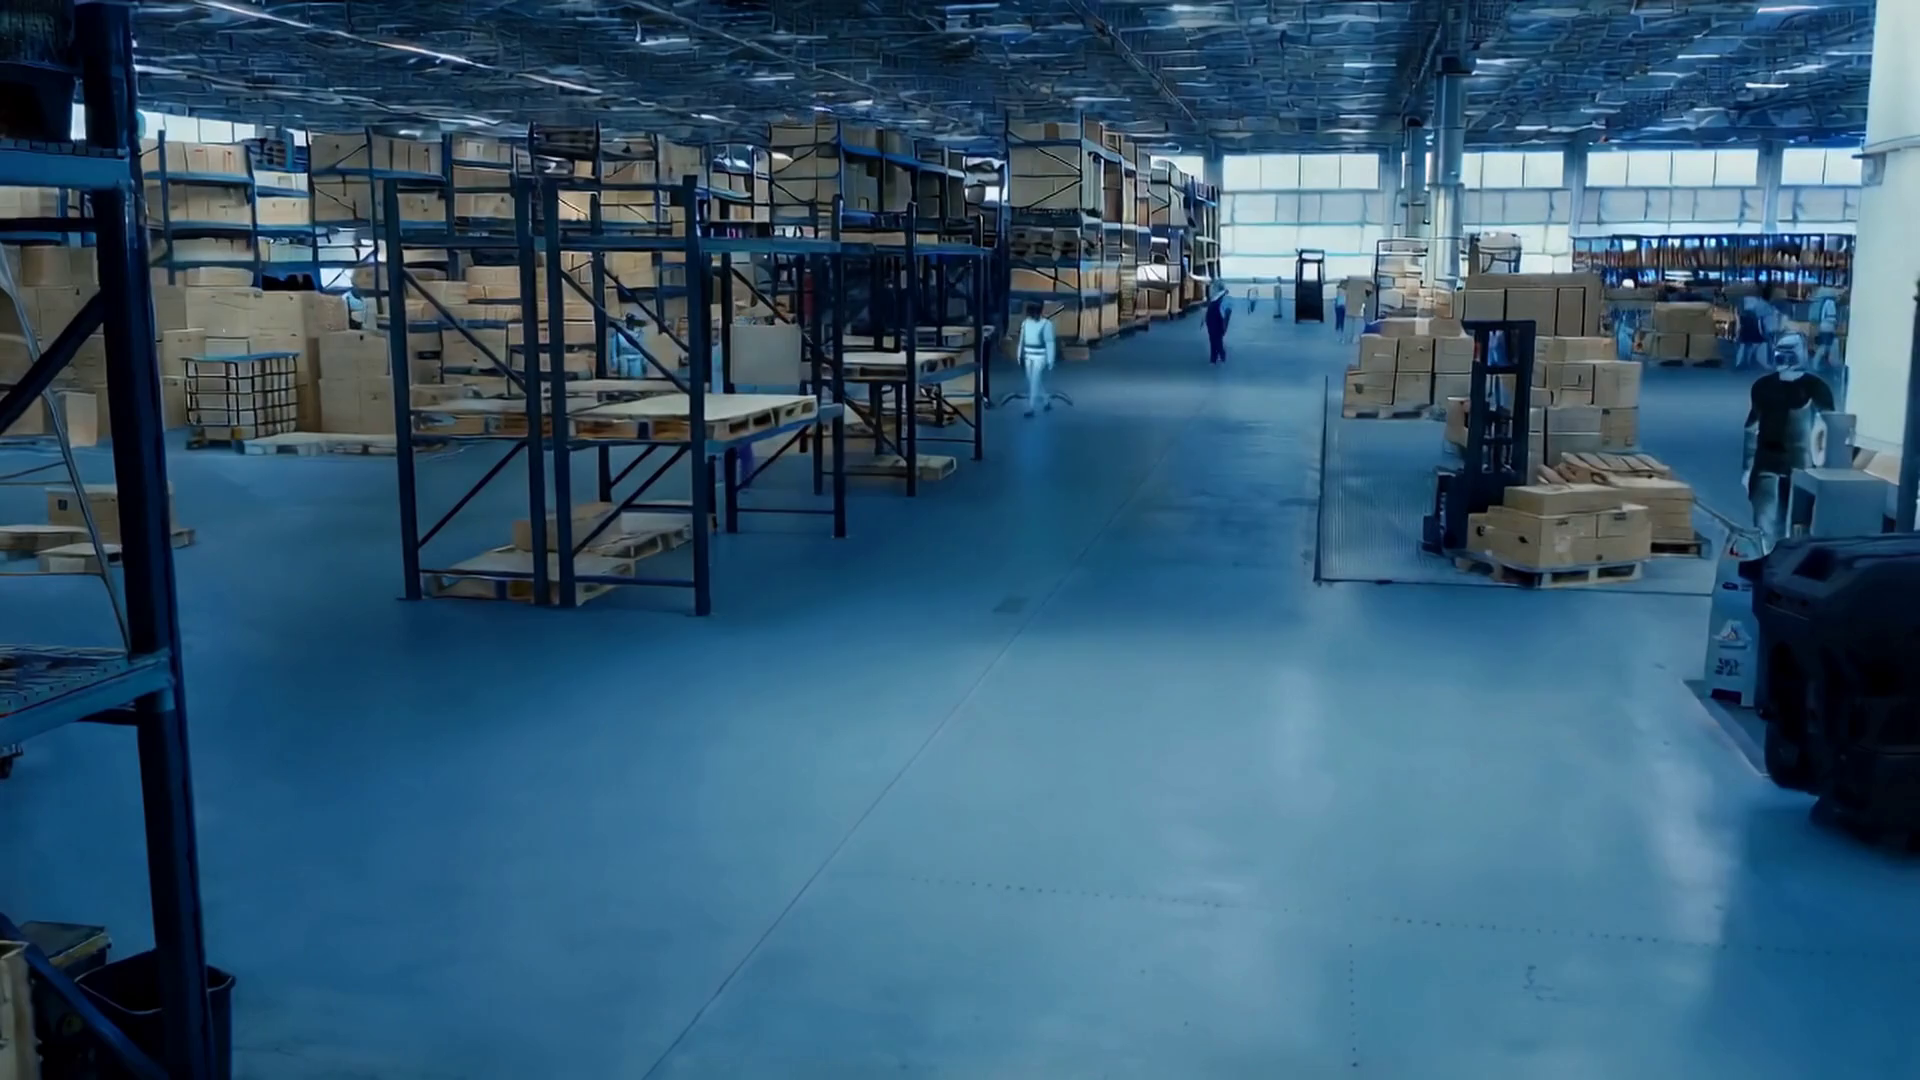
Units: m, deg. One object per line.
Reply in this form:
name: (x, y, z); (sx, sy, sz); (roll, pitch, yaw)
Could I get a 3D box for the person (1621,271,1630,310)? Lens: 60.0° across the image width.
person: (32.289, -12.089, 80.567); (0.406, 1.941, 0.605); (5, 11, 26)

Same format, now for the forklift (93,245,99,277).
forklift: (-22.138, -6.282, 43.404); (1.873, 2.768, 1.129); (0, 10, -1)

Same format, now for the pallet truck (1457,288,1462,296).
pallet truck: (20.506, -9.785, 68.819); (0.653, 1.274, 1.630); (2, 10, 12)

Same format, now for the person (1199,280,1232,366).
person: (5.870, -5.005, 38.324); (0.539, 2.000, 0.770); (-5, 11, -28)

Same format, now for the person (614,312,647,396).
person: (-5.293, -2.847, 26.737); (0.523, 1.638, 0.311); (-5, 11, -25)

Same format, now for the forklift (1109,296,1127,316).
forklift: (5.218, -9.322, 61.410); (1.873, 2.768, 1.129); (2, 10, 9)

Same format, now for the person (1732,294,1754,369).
person: (17.721, -4.692, 37.491); (0.318, 1.696, 0.536); (-5, 11, -28)

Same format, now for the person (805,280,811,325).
person: (-5.627, -8.882, 62.304); (0.535, 1.697, 0.318); (-3, 10, -20)

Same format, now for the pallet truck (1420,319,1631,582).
pallet truck: (4.543, -0.757, 13.299); (0.823, 1.965, 1.885); (-4, 10, -22)

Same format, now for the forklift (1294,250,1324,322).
forklift: (13.778, -10.002, 65.433); (1.129, 2.768, 1.873); (2, 10, 12)

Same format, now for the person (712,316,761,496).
person: (-2.412, -1.431, 17.643); (0.622, 1.873, 0.986); (-4, 11, -25)

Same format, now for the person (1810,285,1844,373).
person: (19.028, -4.577, 36.194); (0.888, 1.898, 0.551); (2, 10, 14)

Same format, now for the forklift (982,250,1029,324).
forklift: (1.612, -9.518, 62.566); (1.873, 2.768, 1.129); (2, 10, 11)

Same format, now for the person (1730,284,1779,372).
person: (17.527, -4.656, 36.564); (0.937, 1.936, 0.606); (5, 11, 26)

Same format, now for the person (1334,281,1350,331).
person: (13.268, -8.138, 57.837); (0.534, 1.721, 0.926); (3, 10, 15)

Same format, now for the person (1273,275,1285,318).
person: (13.450, -10.278, 70.209); (0.404, 1.826, 0.593); (-6, 11, -33)

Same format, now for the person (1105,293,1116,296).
person: (6.321, -10.329, 70.308); (0.575, 1.873, 0.991); (4, 10, 21)

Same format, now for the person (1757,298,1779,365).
person: (18.807, -4.848, 38.724); (0.497, 1.594, 0.850); (2, 10, 14)

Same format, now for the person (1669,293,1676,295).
person: (34.613, -12.039, 80.627); (0.404, 1.823, 0.592); (-4, 10, -22)

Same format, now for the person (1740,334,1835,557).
person: (5.941, -0.513, 12.026); (0.359, 1.939, 0.635); (-6, 11, -30)

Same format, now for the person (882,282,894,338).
person: (-1.491, -4.829, 37.539); (0.846, 1.963, 0.628); (3, 10, 15)

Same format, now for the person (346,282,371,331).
person: (-14.954, -5.458, 41.410); (0.592, 1.910, 0.387); (-7, 12, -34)

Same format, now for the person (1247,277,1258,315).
person: (13.030, -10.868, 74.099); (0.546, 1.680, 0.413); (-2, 10, -14)

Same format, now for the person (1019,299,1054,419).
person: (1.227, -2.838, 26.036); (0.591, 1.856, 0.810); (8, 13, 40)
